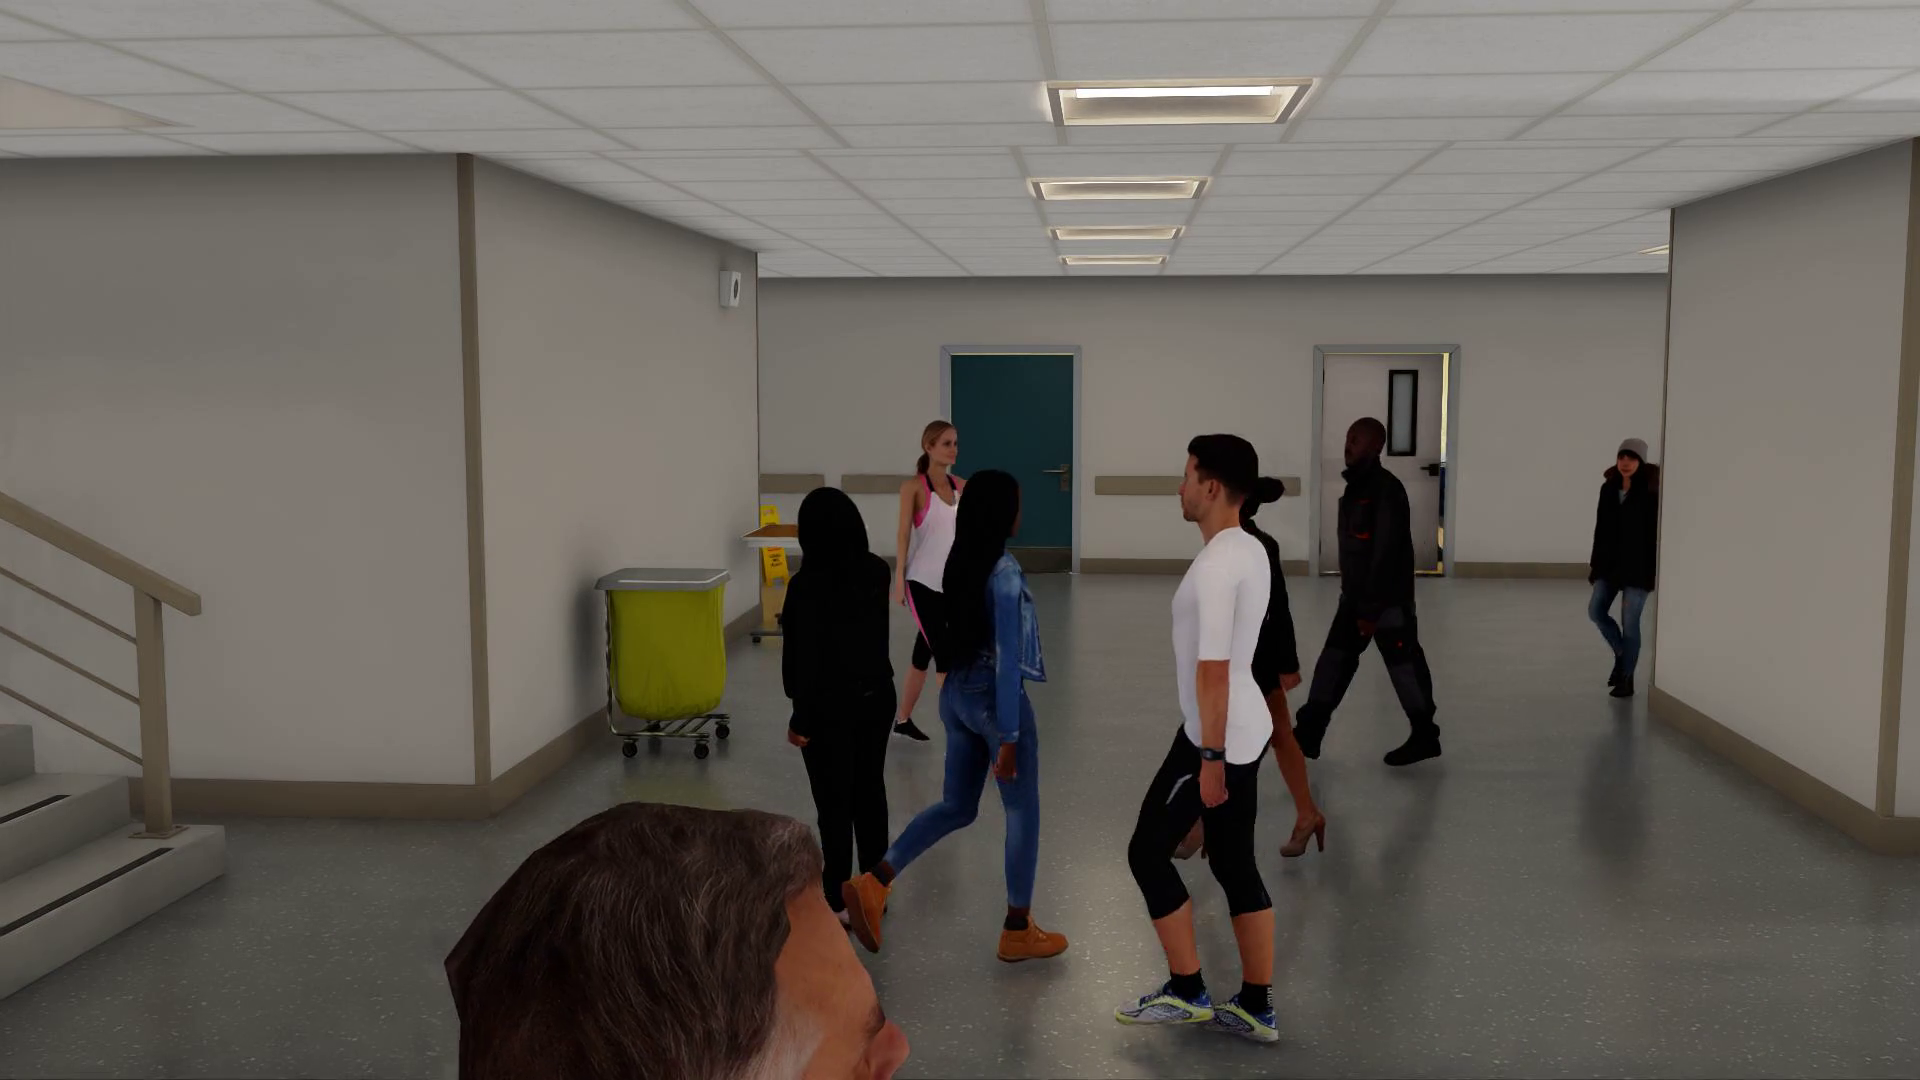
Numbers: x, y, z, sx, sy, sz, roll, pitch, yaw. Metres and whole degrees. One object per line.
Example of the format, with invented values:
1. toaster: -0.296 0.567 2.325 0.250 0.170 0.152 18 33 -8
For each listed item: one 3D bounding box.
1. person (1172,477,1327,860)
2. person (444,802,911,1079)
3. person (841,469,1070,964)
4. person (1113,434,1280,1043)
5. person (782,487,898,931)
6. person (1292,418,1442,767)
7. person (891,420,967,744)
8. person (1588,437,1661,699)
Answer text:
1. person: 1.279 0.550 6.808 0.965 1.598 0.679 -1 6 -13
2. person: -0.196 1.028 0.943 0.805 1.821 0.755 -4 7 -36
3. person: 0.001 0.628 5.587 1.135 1.688 0.980 -3 6 -28
4. person: 0.867 0.613 5.001 0.843 1.834 0.798 3 6 25
5. person: -0.427 0.609 6.154 0.797 1.612 0.764 4 7 38
6. person: 2.223 0.287 8.491 1.299 1.785 0.990 -1 6 -14
7. person: -0.200 0.274 8.839 1.090 1.740 1.178 -5 8 -42
8. person: 4.228 0.167 10.466 0.834 1.628 0.777 -4 7 -38
